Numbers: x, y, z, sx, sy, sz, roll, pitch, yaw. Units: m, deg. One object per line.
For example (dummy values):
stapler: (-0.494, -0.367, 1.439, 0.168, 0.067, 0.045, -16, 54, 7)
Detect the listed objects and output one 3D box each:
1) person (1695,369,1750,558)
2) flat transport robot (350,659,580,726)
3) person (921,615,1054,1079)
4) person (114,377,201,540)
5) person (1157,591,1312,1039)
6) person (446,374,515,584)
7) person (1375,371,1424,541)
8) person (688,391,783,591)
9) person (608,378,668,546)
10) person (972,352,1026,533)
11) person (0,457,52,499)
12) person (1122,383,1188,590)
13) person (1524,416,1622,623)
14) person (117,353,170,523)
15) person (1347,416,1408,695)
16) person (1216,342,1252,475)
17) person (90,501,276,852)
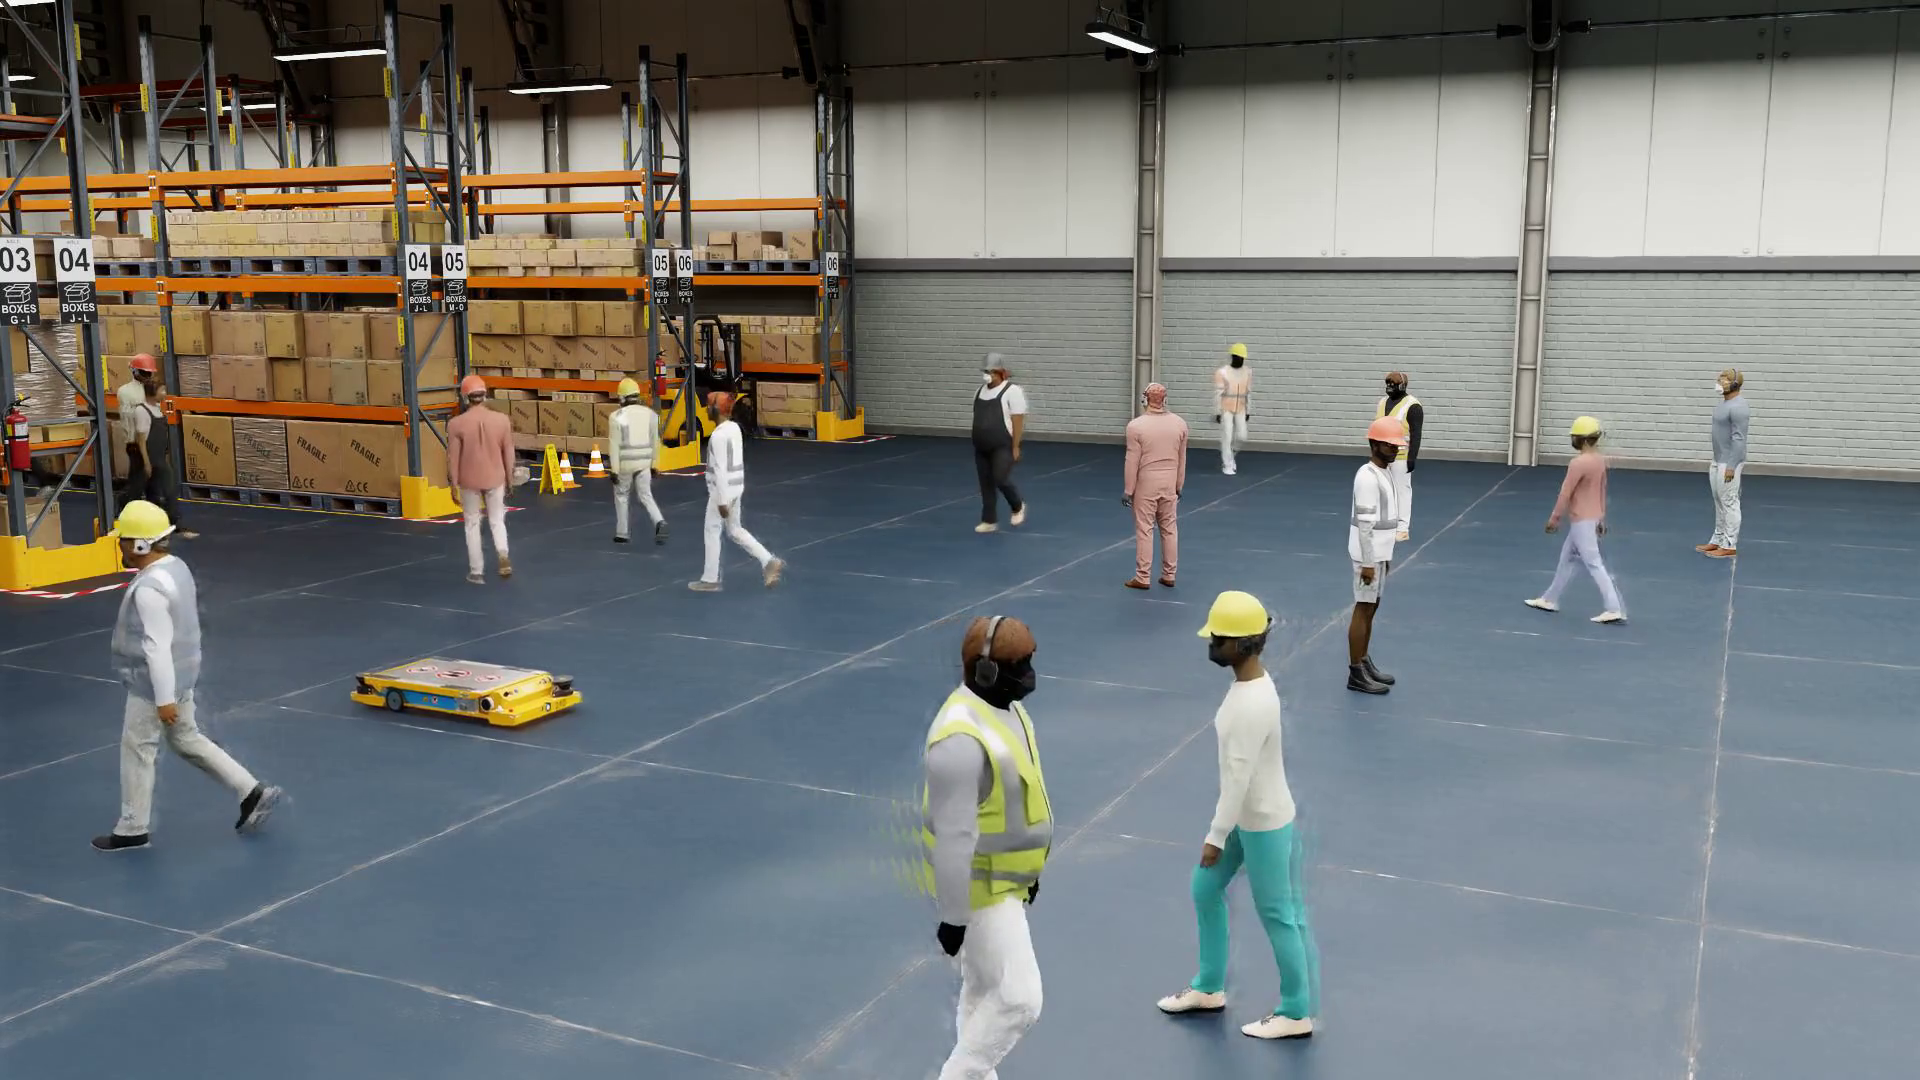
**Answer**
person: (7.835, -0.782, 17.021, 0.370, 1.940, 0.631, 1, 9, 9)
flat transport robot: (-3.335, 1.000, 11.191, 1.431, 0.197, 0.652, 5, 10, 26)
person: (0.102, 1.146, 5.566, 0.445, 1.828, 0.631, 2, 9, 12)
person: (-8.844, -0.873, 18.069, 0.994, 1.790, 0.523, 1, 9, 7)
person: (1.036, 1.059, 6.334, 0.717, 1.741, 0.538, 0, 9, 2)
person: (-4.445, -0.549, 15.468, 0.632, 1.978, 0.608, -5, 11, -29)
person: (4.720, -0.912, 18.112, 0.429, 1.843, 0.633, -5, 11, -30)
person: (-2.074, -0.431, 15.133, 0.816, 1.863, 0.578, 2, 10, 15)
person: (-3.420, -0.808, 17.602, 0.602, 1.811, 0.752, -8, 12, -41)
person: (0.391, -1.089, 18.589, 0.695, 2.000, 0.602, 8, 12, 40)
person: (-12.055, -1.446, 21.281, 0.960, 1.885, 0.602, 4, 10, 26)
person: (1.776, -0.495, 15.355, 0.638, 1.909, 0.408, -4, 10, -25)
person: (5.230, -0.180, 14.000, 0.911, 1.721, 0.524, 8, 12, 42)
person: (-9.364, -1.149, 19.121, 0.388, 1.987, 0.608, 2, 10, 14)
person: (2.919, 0.097, 11.644, 0.376, 1.934, 0.546, 5, 10, 26)
person: (3.921, -1.886, 23.888, 0.612, 1.906, 0.490, -3, 10, -18)
person: (-3.998, 0.684, 8.447, 0.822, 1.809, 0.595, -1, 9, -9)
